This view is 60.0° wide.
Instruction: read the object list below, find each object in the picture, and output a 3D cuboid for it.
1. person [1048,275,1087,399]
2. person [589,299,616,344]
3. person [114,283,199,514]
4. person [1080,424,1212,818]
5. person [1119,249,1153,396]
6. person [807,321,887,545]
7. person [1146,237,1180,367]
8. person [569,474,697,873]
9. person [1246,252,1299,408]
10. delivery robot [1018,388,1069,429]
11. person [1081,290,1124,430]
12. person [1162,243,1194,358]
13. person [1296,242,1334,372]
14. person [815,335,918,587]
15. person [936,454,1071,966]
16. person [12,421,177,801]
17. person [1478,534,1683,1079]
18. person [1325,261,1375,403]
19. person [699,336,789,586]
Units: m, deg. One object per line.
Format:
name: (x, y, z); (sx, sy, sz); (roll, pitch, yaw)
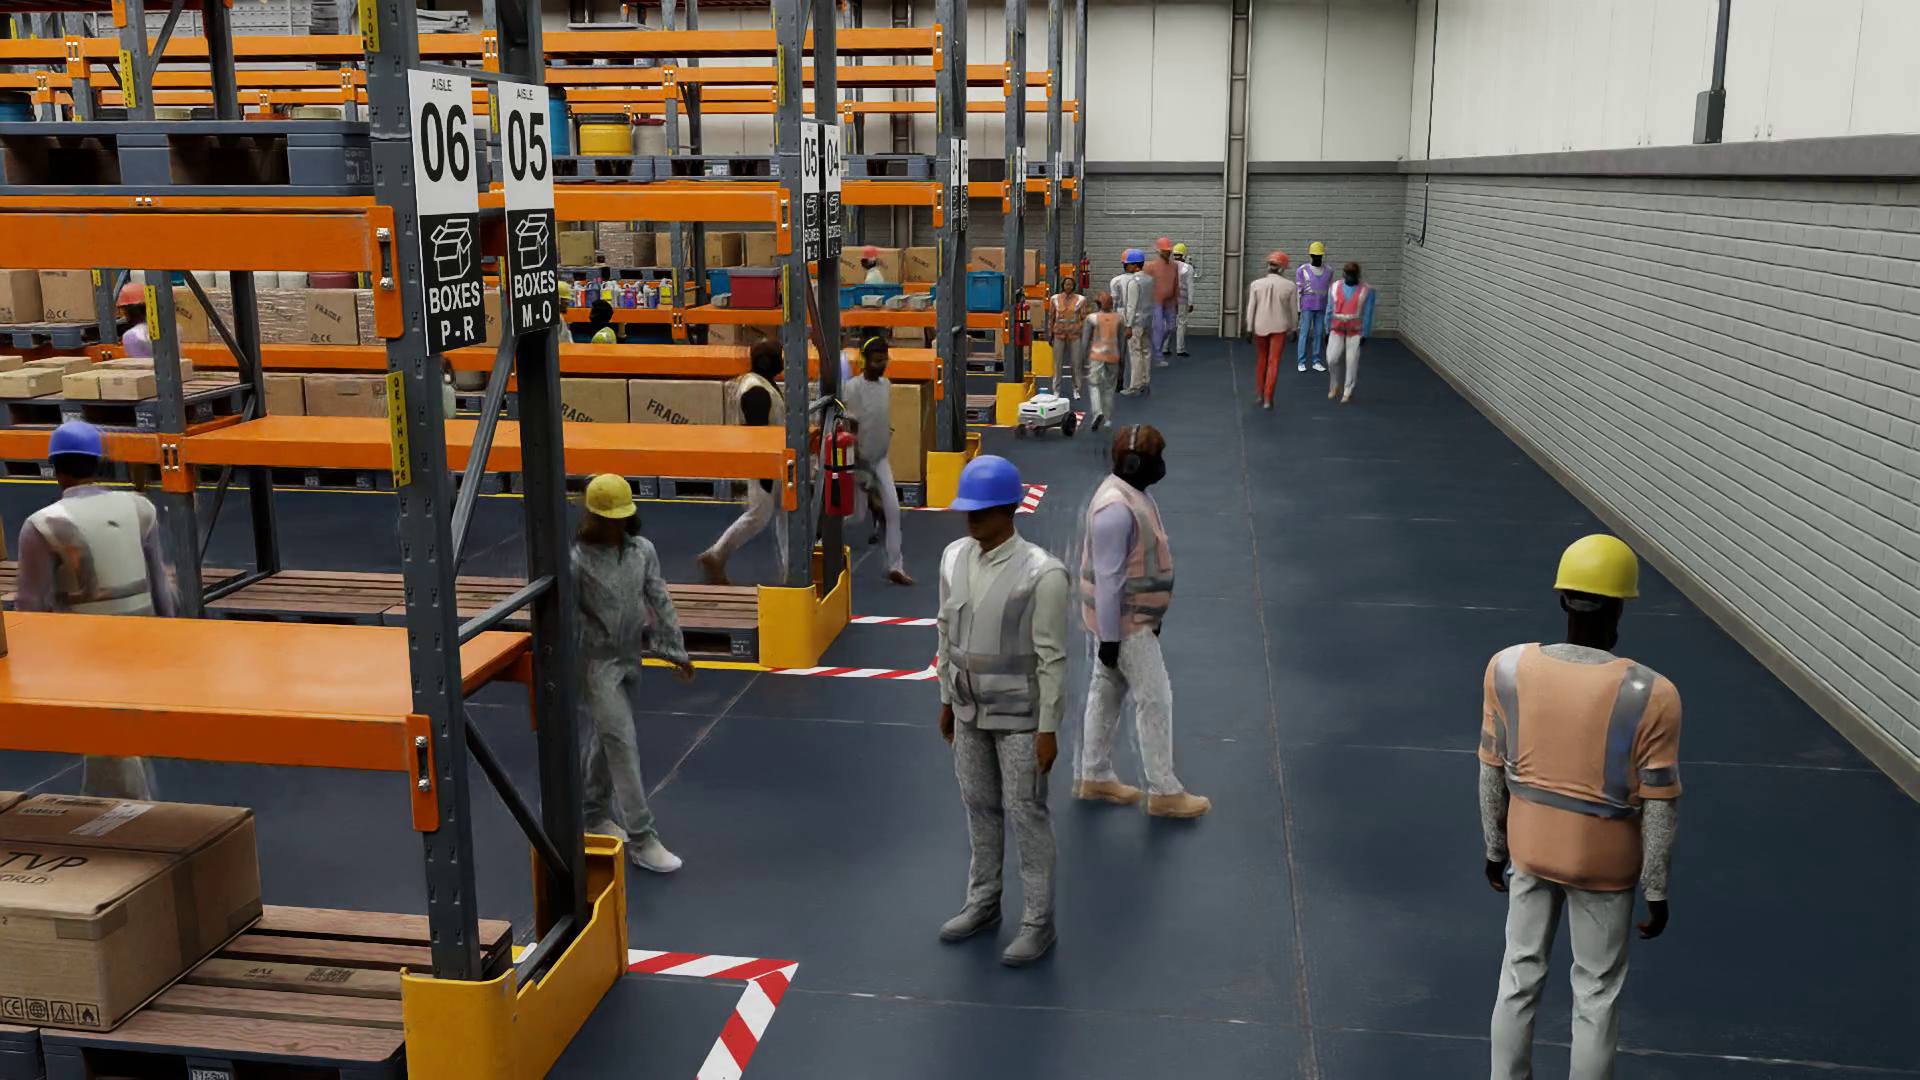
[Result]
person: (1.407, -2.651, 21.780); (0.515, 1.633, 0.316); (2, 13, 10)
person: (-3.579, -1.569, 16.732); (0.316, 1.700, 0.540); (-1, 13, -3)
person: (-7.025, -1.198, 14.351); (0.815, 2.013, 0.636); (3, 13, 15)
person: (0.902, 0.375, 7.673); (0.756, 1.819, 0.654); (2, 13, 10)
person: (2.354, -2.886, 22.135); (0.412, 1.938, 0.611); (6, 14, 27)
person: (-0.891, -0.860, 13.124); (0.822, 1.902, 0.564); (-1, 13, -4)
person: (3.073, -3.638, 25.435); (0.639, 1.975, 0.520); (-7, 14, -27)
person: (-1.412, 0.558, 7.123); (0.829, 1.703, 0.506); (8, 15, 33)
person: (4.005, -2.687, 21.241); (0.617, 1.929, 0.991); (6, 14, 24)
delivery robot: (0.939, -1.460, 18.633); (0.477, 0.478, 0.707); (7, 14, 29)
person: (1.674, -2.076, 19.223); (0.535, 1.618, 0.626); (-3, 13, -14)
person: (3.499, -3.852, 26.787); (0.610, 1.821, 0.414); (11, 16, 39)
person: (5.287, -3.471, 24.798); (0.595, 1.925, 0.372); (-3, 13, -13)
person: (-0.709, -0.584, 12.031); (0.829, 1.828, 0.516); (10, 16, 38)
person: (0.138, 0.632, 6.256); (0.614, 1.938, 0.411); (12, 17, 42)
person: (-3.785, 0.445, 7.188); (0.805, 1.891, 0.696); (5, 14, 23)
person: (1.822, 0.930, 4.936); (0.587, 1.926, 0.368); (11, 16, 40)
person: (4.991, -2.666, 21.401); (0.630, 1.825, 0.440); (6, 14, 25)
person: (-1.431, -0.547, 11.847); (0.831, 1.818, 0.628); (1, 13, 3)
